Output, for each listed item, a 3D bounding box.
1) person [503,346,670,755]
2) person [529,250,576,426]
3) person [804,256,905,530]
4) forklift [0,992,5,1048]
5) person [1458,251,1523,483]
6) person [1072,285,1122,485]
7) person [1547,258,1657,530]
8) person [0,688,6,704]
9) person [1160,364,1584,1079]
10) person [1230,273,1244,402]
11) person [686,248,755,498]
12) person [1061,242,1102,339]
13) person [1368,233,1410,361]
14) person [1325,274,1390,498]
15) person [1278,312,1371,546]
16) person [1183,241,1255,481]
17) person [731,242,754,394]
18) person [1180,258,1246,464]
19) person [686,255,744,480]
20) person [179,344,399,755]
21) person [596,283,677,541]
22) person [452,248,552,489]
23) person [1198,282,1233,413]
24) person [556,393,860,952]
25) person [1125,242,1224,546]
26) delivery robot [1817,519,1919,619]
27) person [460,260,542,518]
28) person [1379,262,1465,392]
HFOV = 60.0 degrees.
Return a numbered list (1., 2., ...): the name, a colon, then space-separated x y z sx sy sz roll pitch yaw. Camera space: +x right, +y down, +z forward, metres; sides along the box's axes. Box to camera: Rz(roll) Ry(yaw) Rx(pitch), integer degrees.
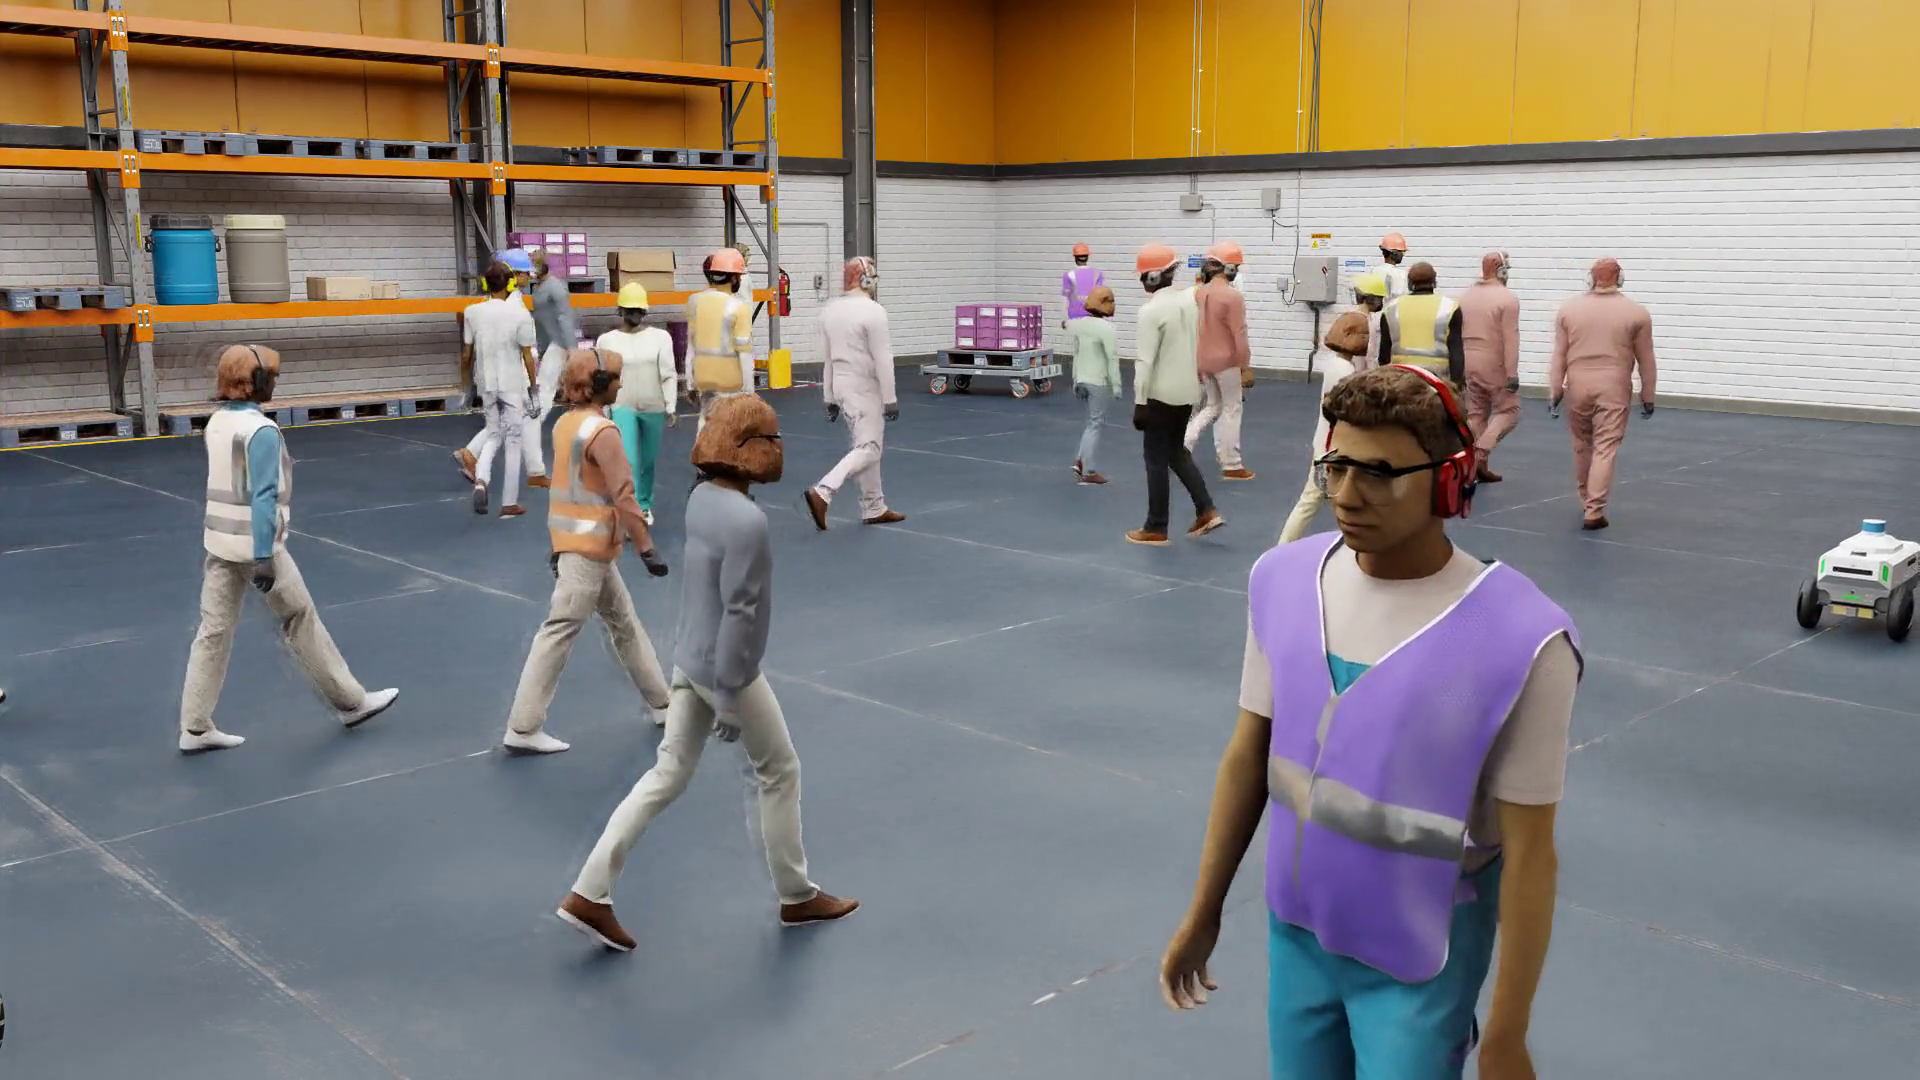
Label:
1. person: -1.436 0.038 6.576 0.895 1.584 0.521 -5 12 -27
2. person: -3.983 -1.851 16.102 1.051 1.869 0.697 -6 12 -29
3. person: -0.725 -1.000 11.430 0.803 1.885 0.645 -6 12 -31
4. forklift: -3.245 0.323 3.363 2.313 2.155 1.214 2 11 13
5. person: 4.312 -1.389 13.500 0.426 1.895 0.667 -5 11 -24
6. person: 1.116 -1.252 13.510 0.368 1.617 0.527 -6 12 -30
7. person: 4.539 -1.038 11.704 0.683 1.849 0.981 7 12 32
8. person: -4.129 -0.060 6.677 0.591 1.741 0.455 8 13 39
9. person: 0.637 0.645 2.568 0.440 1.837 0.582 -7 13 -34
10. person: 3.220 -2.627 20.167 0.543 1.932 0.370 9 14 41
11. person: -1.715 -1.130 12.006 0.595 1.927 0.449 7 12 32
12. person: 1.636 -3.041 22.446 0.580 1.921 0.454 -2 11 -10
13. person: 4.762 -2.368 18.449 0.379 2.041 0.616 -4 11 -19
14. person: 3.125 -1.166 12.759 0.883 1.714 0.544 0 10 0
15. person: 2.215 -0.511 9.574 0.871 1.583 0.518 2 11 13
16. person: 2.121 -1.450 13.640 0.662 1.971 0.632 -5 11 -24
17. person: -2.522 -2.431 19.078 0.364 1.939 0.636 -5 12 -27
18. person: 2.199 -1.567 14.708 0.635 1.831 0.432 1 10 5
19. person: -1.990 -1.398 13.647 0.532 1.865 0.311 4 11 23
20. person: -2.743 0.029 6.604 0.529 1.591 0.864 9 14 41
21. person: -2.194 -0.890 11.315 0.521 1.715 0.953 -4 11 -18
22. person: -3.612 -1.341 13.182 0.777 1.929 0.608 -5 11 -24
23. person: 2.807 -2.237 18.328 0.475 1.821 0.612 -8 13 -37
24. person: -0.740 0.380 4.711 0.860 1.593 0.506 -6 12 -28
25. person: 1.352 -0.936 10.800 0.513 1.979 0.645 9 13 39
26. delivery robot: 4.702 0.137 8.594 0.477 0.478 0.707 9 14 40
27. person: -3.284 -1.054 11.827 0.572 1.847 0.478 1 10 8
28. person: 3.585 -1.226 12.846 0.668 1.813 0.617 6 12 28
